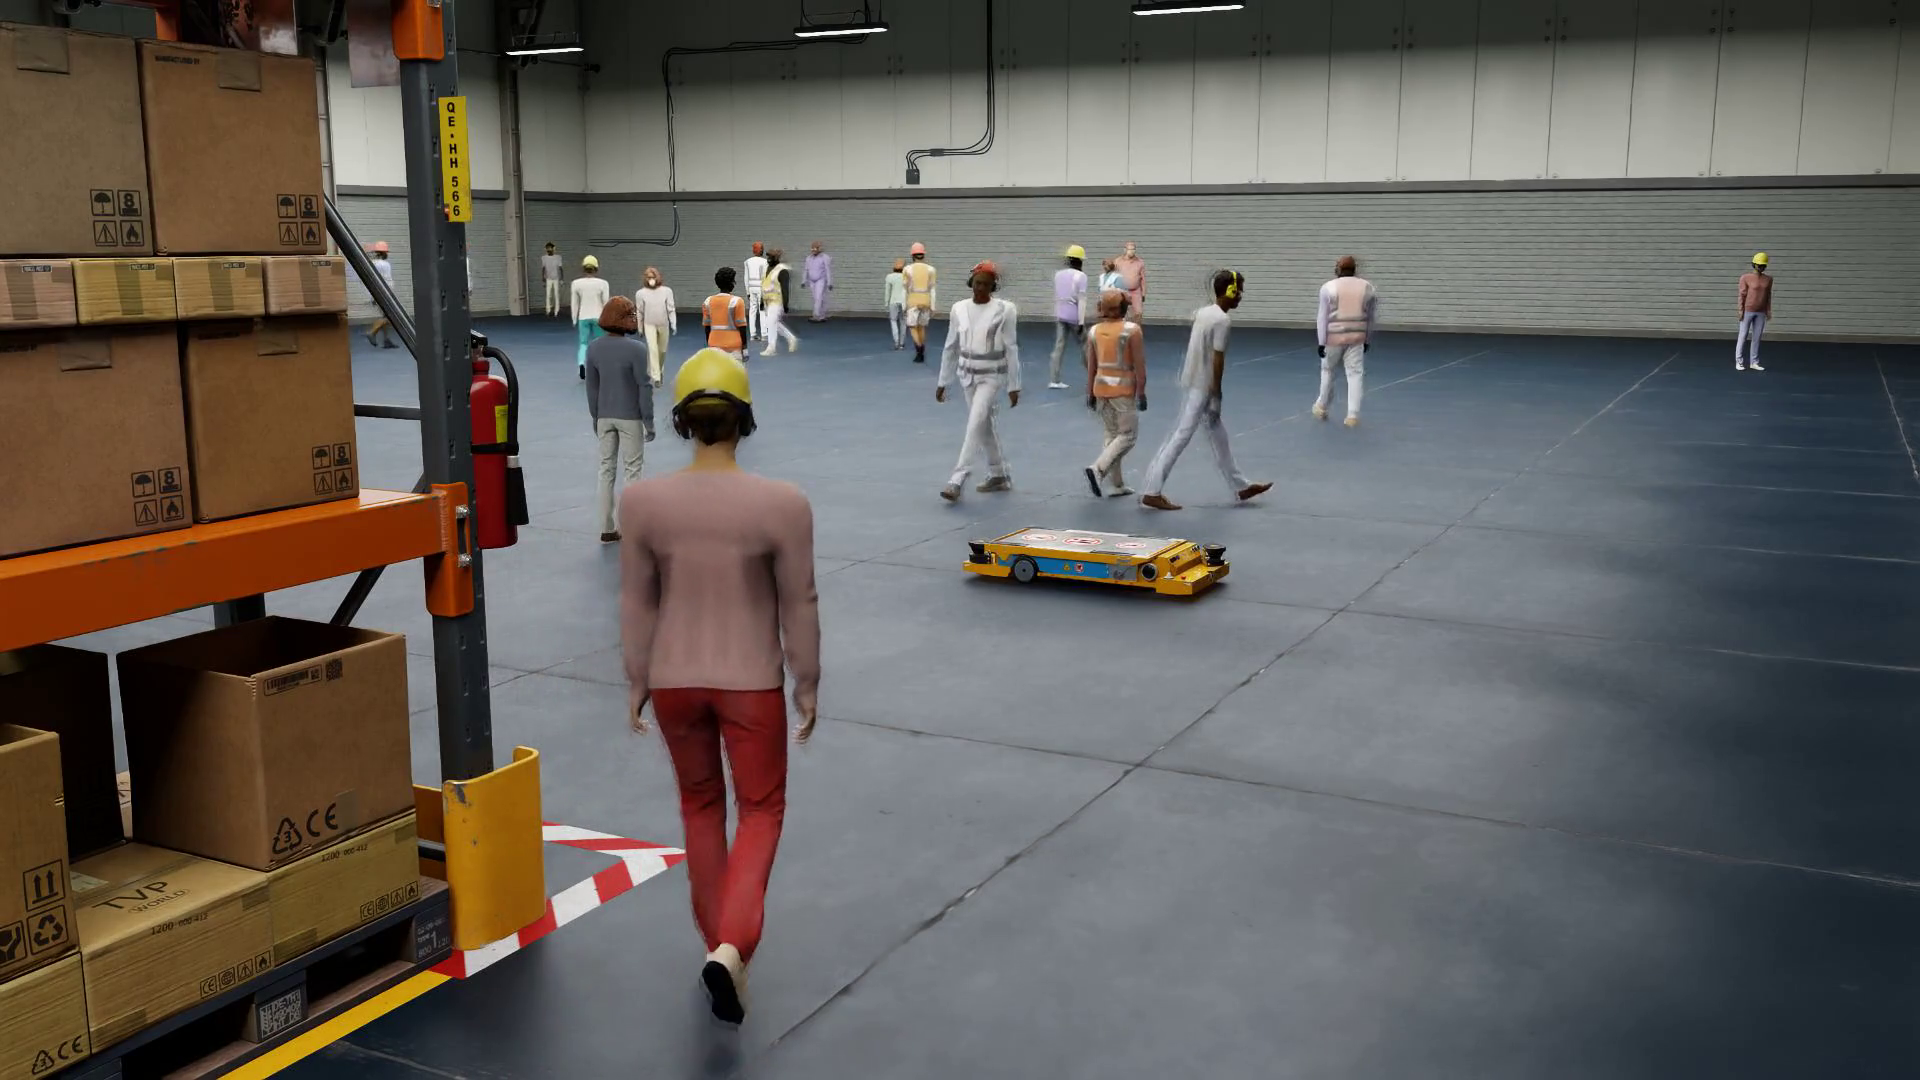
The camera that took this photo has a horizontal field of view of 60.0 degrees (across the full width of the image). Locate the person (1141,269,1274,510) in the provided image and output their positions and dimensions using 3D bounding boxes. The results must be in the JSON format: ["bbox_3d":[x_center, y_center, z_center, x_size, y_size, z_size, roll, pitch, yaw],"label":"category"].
[{"bbox_3d":[1.855,-1.110,12.361,1.121,1.762,0.533,-2,11,-10],"label":"person"}]

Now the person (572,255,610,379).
[{"bbox_3d":[-5.083,-3.042,22.918,0.531,1.754,0.493,0,10,0],"label":"person"}]

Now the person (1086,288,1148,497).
[{"bbox_3d":[1.157,-1.112,12.738,0.579,1.619,0.532,-10,14,-43],"label":"person"}]

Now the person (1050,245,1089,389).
[{"bbox_3d":[1.546,-2.959,22.121,0.592,1.883,0.958,10,14,43],"label":"person"}]

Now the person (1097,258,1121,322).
[{"bbox_3d":[2.725,-4.244,29.849,0.754,1.613,0.529,-7,13,-35],"label":"person"}]

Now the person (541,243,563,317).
[{"bbox_3d":[-10.029,-6.384,40.948,0.520,1.823,0.918,-2,11,-9],"label":"person"}]

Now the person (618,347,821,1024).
[{"bbox_3d":[-0.636,0.378,4.311,0.532,1.738,0.652,1,10,6],"label":"person"}]

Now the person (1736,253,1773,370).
[{"bbox_3d":[11.939,-3.425,24.983,0.522,1.765,0.317,-1,10,-7],"label":"person"}]

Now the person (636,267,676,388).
[{"bbox_3d":[-4.099,-2.872,22.404,0.507,1.600,0.766,-3,11,-16],"label":"person"}]

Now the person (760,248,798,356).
[{"bbox_3d":[-3.073,-4.028,28.128,0.770,1.817,0.626,-7,13,-35],"label":"person"}]

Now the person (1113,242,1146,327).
[{"bbox_3d":[3.188,-4.662,31.348,0.671,1.901,0.464,-1,10,-7],"label":"person"}]

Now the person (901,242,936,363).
[{"bbox_3d":[-0.640,-3.725,26.224,0.543,1.917,0.692,-3,11,-14],"label":"person"}]

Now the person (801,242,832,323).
[{"bbox_3d":[-3.343,-5.905,38.240,0.652,1.861,0.965,8,13,36],"label":"person"}]

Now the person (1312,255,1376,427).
[{"bbox_3d":[4.099,-2.143,17.885,0.638,1.798,0.944,-1,10,-4],"label":"person"}]

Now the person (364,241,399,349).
[{"bbox_3d":[-10.309,-4.339,29.537,0.563,1.918,0.616,9,14,41],"label":"person"}]

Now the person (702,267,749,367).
[{"bbox_3d":[-2.423,-1.985,17.310,0.540,1.696,0.316,5,12,27],"label":"person"}]

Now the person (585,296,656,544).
[{"bbox_3d":[-2.205,-0.772,10.866,0.507,1.633,0.278,5,12,27],"label":"person"}]

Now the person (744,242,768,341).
[{"bbox_3d":[-3.868,-4.775,32.012,0.583,1.882,0.350,5,12,27],"label":"person"}]

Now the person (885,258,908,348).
[{"bbox_3d":[-1.075,-4.218,29.685,0.510,1.615,0.619,-1,10,-7],"label":"person"}]

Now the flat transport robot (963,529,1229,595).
[{"bbox_3d":[0.801,0.105,9.798,1.431,0.197,0.652,5,12,27],"label":"flat transport robot"}]

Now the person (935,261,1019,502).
[{"bbox_3d":[0.128,-1.219,12.792,0.631,1.823,1.004,8,13,37],"label":"person"}]

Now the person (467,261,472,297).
[{"bbox_3d":[-10.711,-5.373,35.273,0.576,1.877,1.016,3,11,16],"label":"person"}]
